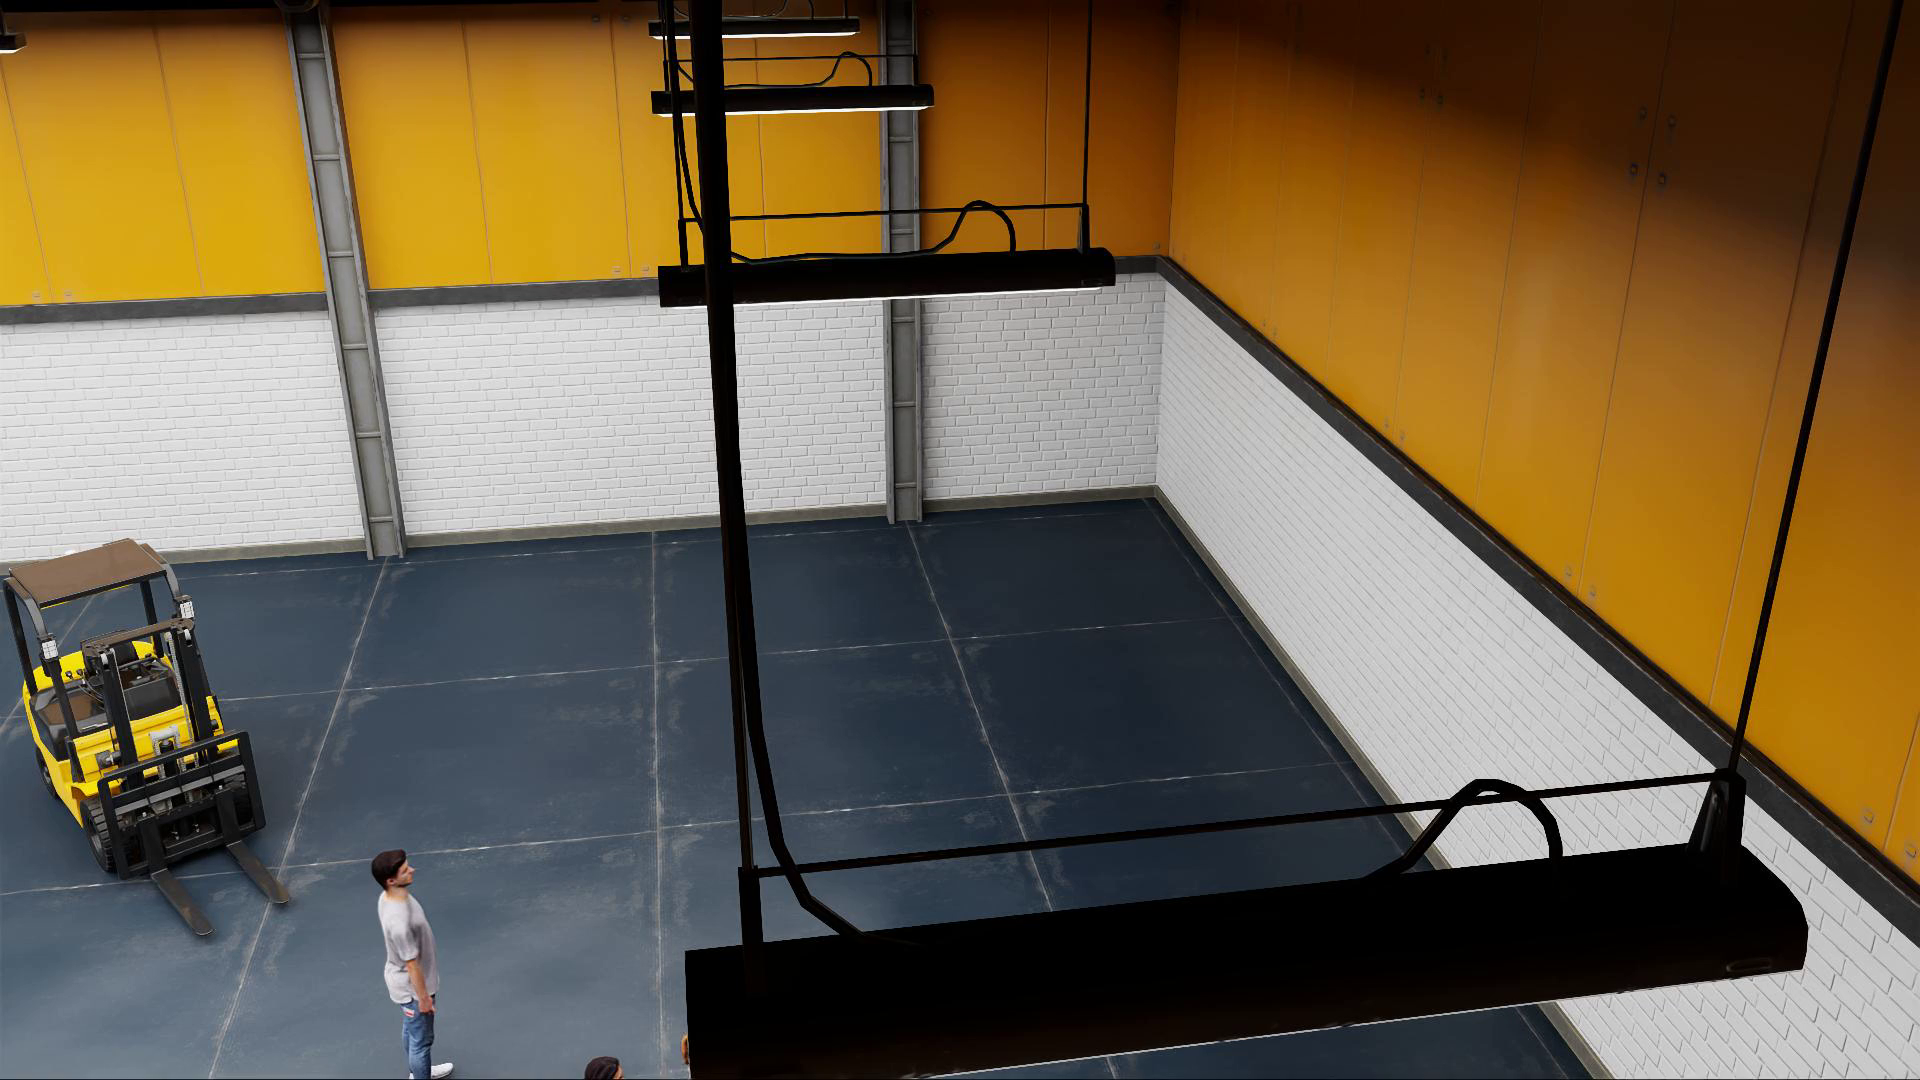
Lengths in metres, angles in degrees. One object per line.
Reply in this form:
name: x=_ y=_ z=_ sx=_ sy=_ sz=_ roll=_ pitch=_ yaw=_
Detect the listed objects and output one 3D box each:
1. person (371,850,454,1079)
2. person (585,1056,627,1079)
person: x=-3.526 y=2.803 z=10.694 sx=0.662 sy=1.889 sz=0.725 roll=-11 pitch=26 yaw=-23
person: x=-1.872 y=3.552 z=9.078 sx=0.530 sy=1.811 sz=0.630 roll=-3 pitch=24 yaw=-6
